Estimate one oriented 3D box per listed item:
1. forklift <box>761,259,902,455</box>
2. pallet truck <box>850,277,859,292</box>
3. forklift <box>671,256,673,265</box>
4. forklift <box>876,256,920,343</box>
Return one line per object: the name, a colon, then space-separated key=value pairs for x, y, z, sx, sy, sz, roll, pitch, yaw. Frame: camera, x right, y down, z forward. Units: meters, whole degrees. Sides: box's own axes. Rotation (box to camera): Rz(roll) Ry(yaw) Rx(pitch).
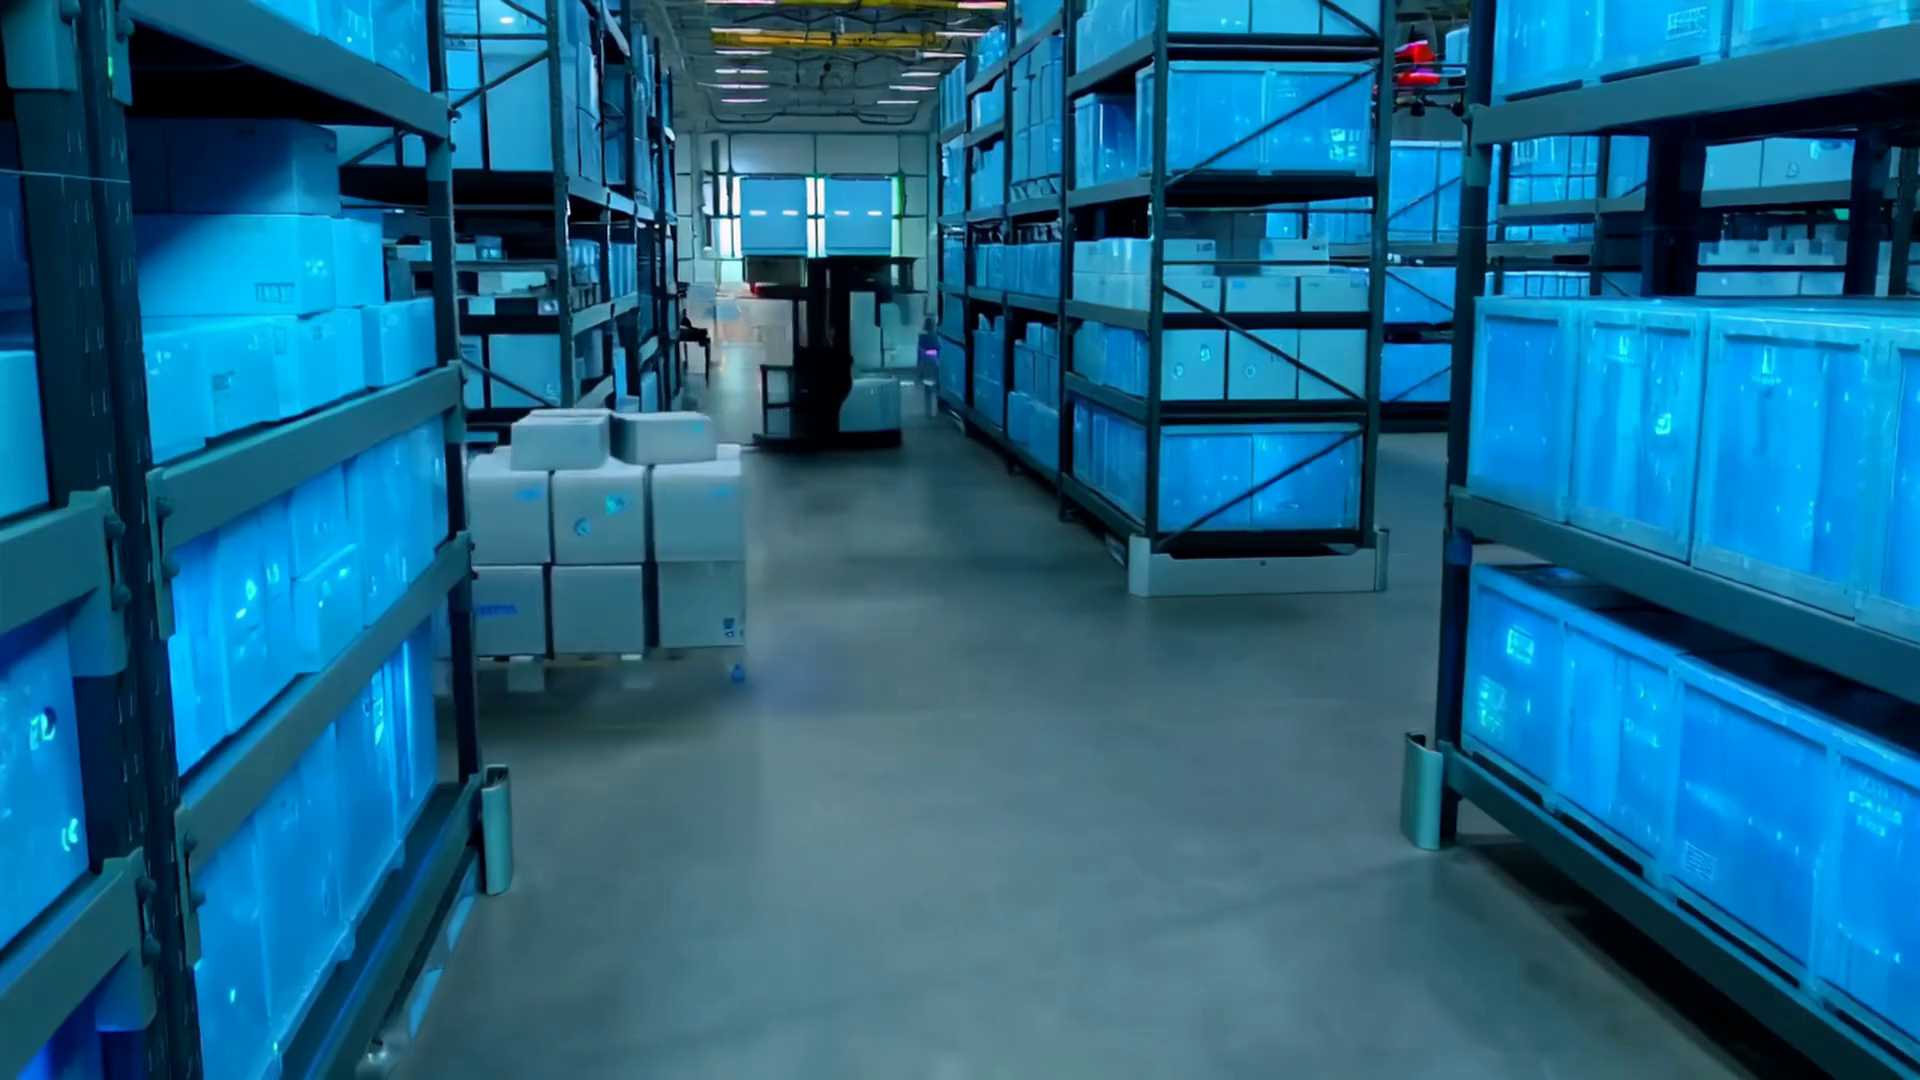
forklift: x=-1.902 y=-2.724 z=24.422 sx=1.873 sy=2.768 sz=1.129 roll=-5 pitch=11 yaw=-28
pallet truck: x=-3.782 y=-9.391 z=65.808 sx=1.885 sy=1.965 sz=0.823 roll=2 pitch=10 yaw=10
forklift: x=-10.987 y=-9.066 z=61.344 sx=1.129 sy=2.768 sz=1.873 roll=-1 pitch=10 yaw=-7
forklift: x=-2.206 y=-7.869 z=54.379 sx=1.129 sy=2.768 sz=1.873 roll=-5 pitch=11 yaw=-26
